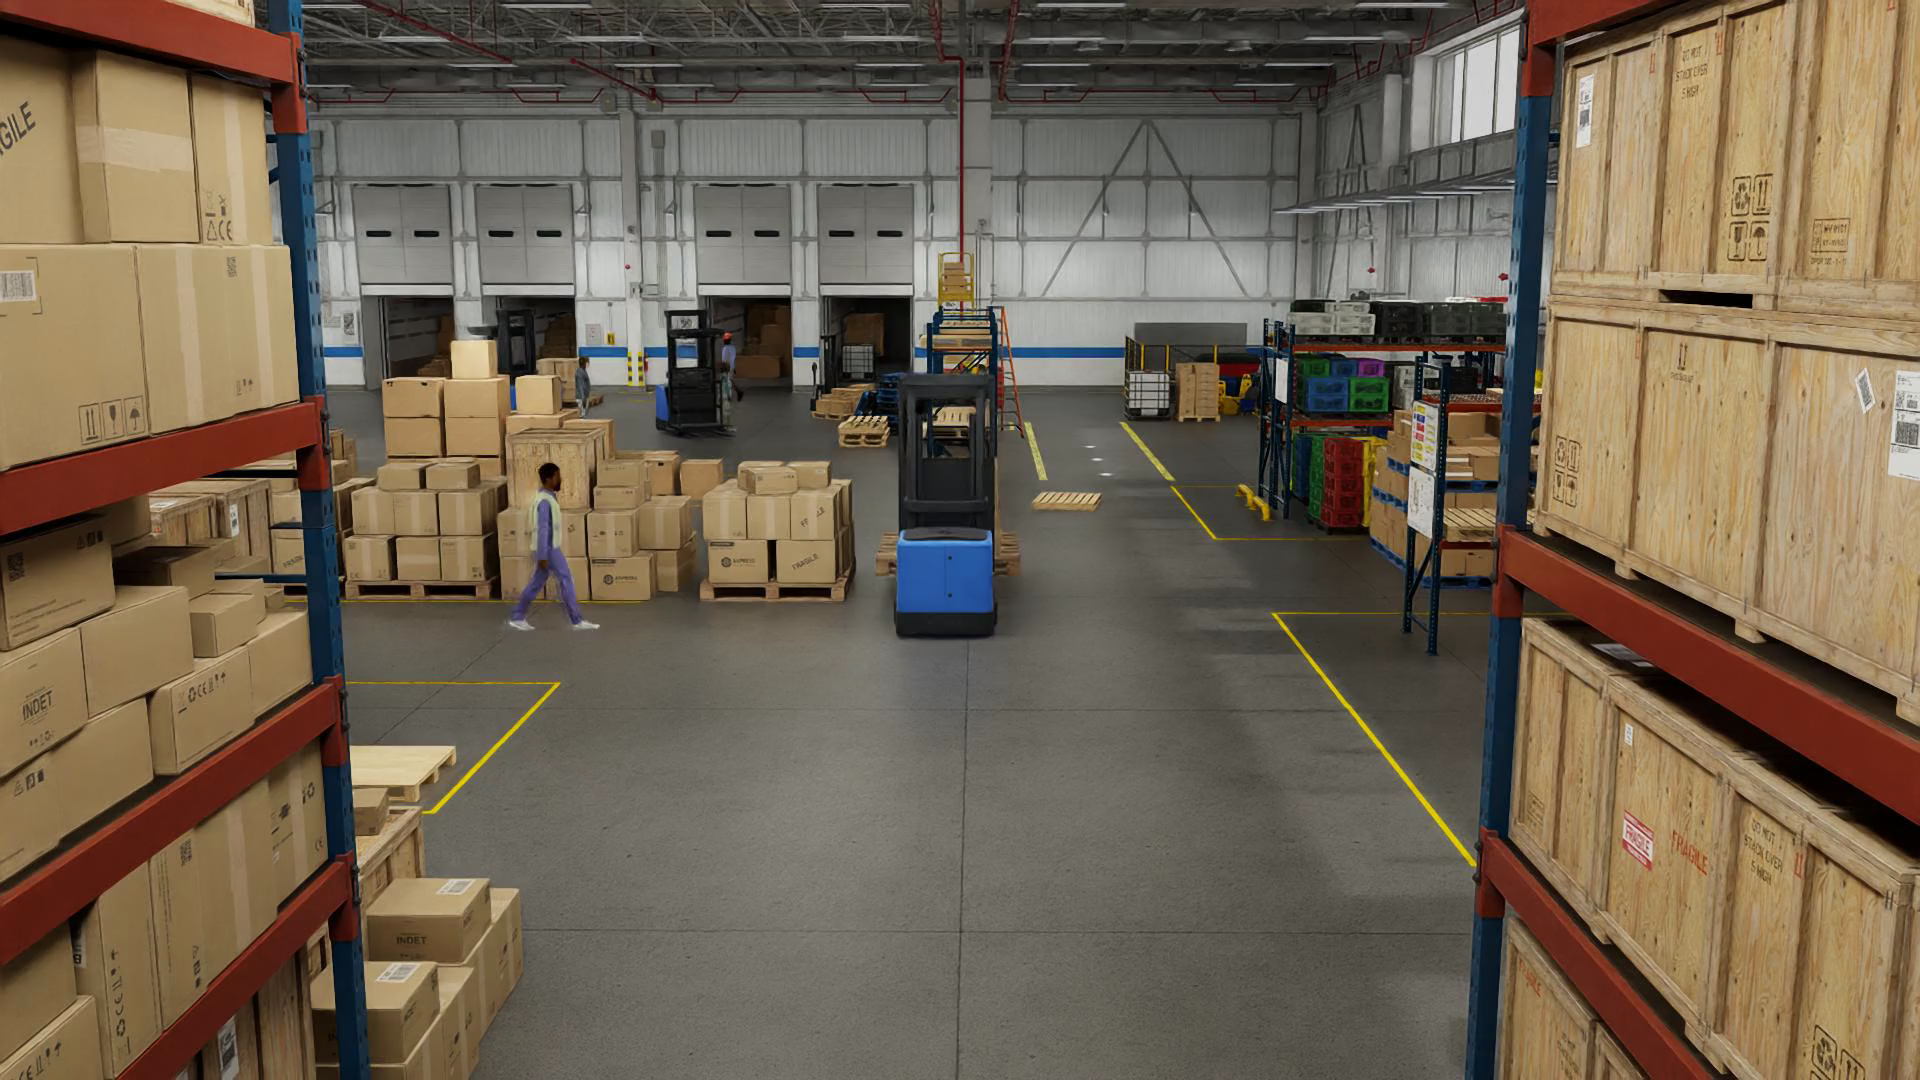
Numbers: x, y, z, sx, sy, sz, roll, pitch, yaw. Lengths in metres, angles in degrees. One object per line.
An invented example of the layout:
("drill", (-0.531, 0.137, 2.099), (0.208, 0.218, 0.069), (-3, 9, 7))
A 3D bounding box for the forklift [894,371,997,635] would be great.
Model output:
("forklift", (-0.154, -0.472, 18.423), (1.129, 2.768, 1.873), (0, 10, 1))

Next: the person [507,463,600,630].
("person", (-4.507, 0.081, 18.163), (0.976, 1.875, 0.603), (-2, 10, -13))

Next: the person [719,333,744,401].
("person", (-6.342, -4.781, 46.065), (0.805, 1.919, 0.542), (5, 11, 24))

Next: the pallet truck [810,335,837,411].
("pallet truck", (-3.021, -4.312, 43.126), (1.885, 1.965, 0.823), (3, 10, 17))

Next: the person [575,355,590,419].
("person", (-8.109, -3.014, 35.825), (0.372, 1.934, 0.627), (-2, 10, -13))

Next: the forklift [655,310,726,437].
("forklift", (-6.209, -3.840, 37.859), (1.129, 2.768, 1.873), (-5, 11, -27))

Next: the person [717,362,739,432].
("person", (-5.384, -3.285, 38.262), (0.495, 1.624, 0.533), (-2, 10, -10))

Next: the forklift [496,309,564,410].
("forklift", (-10.113, -3.891, 38.150), (1.873, 2.768, 1.129), (6, 12, 31))
